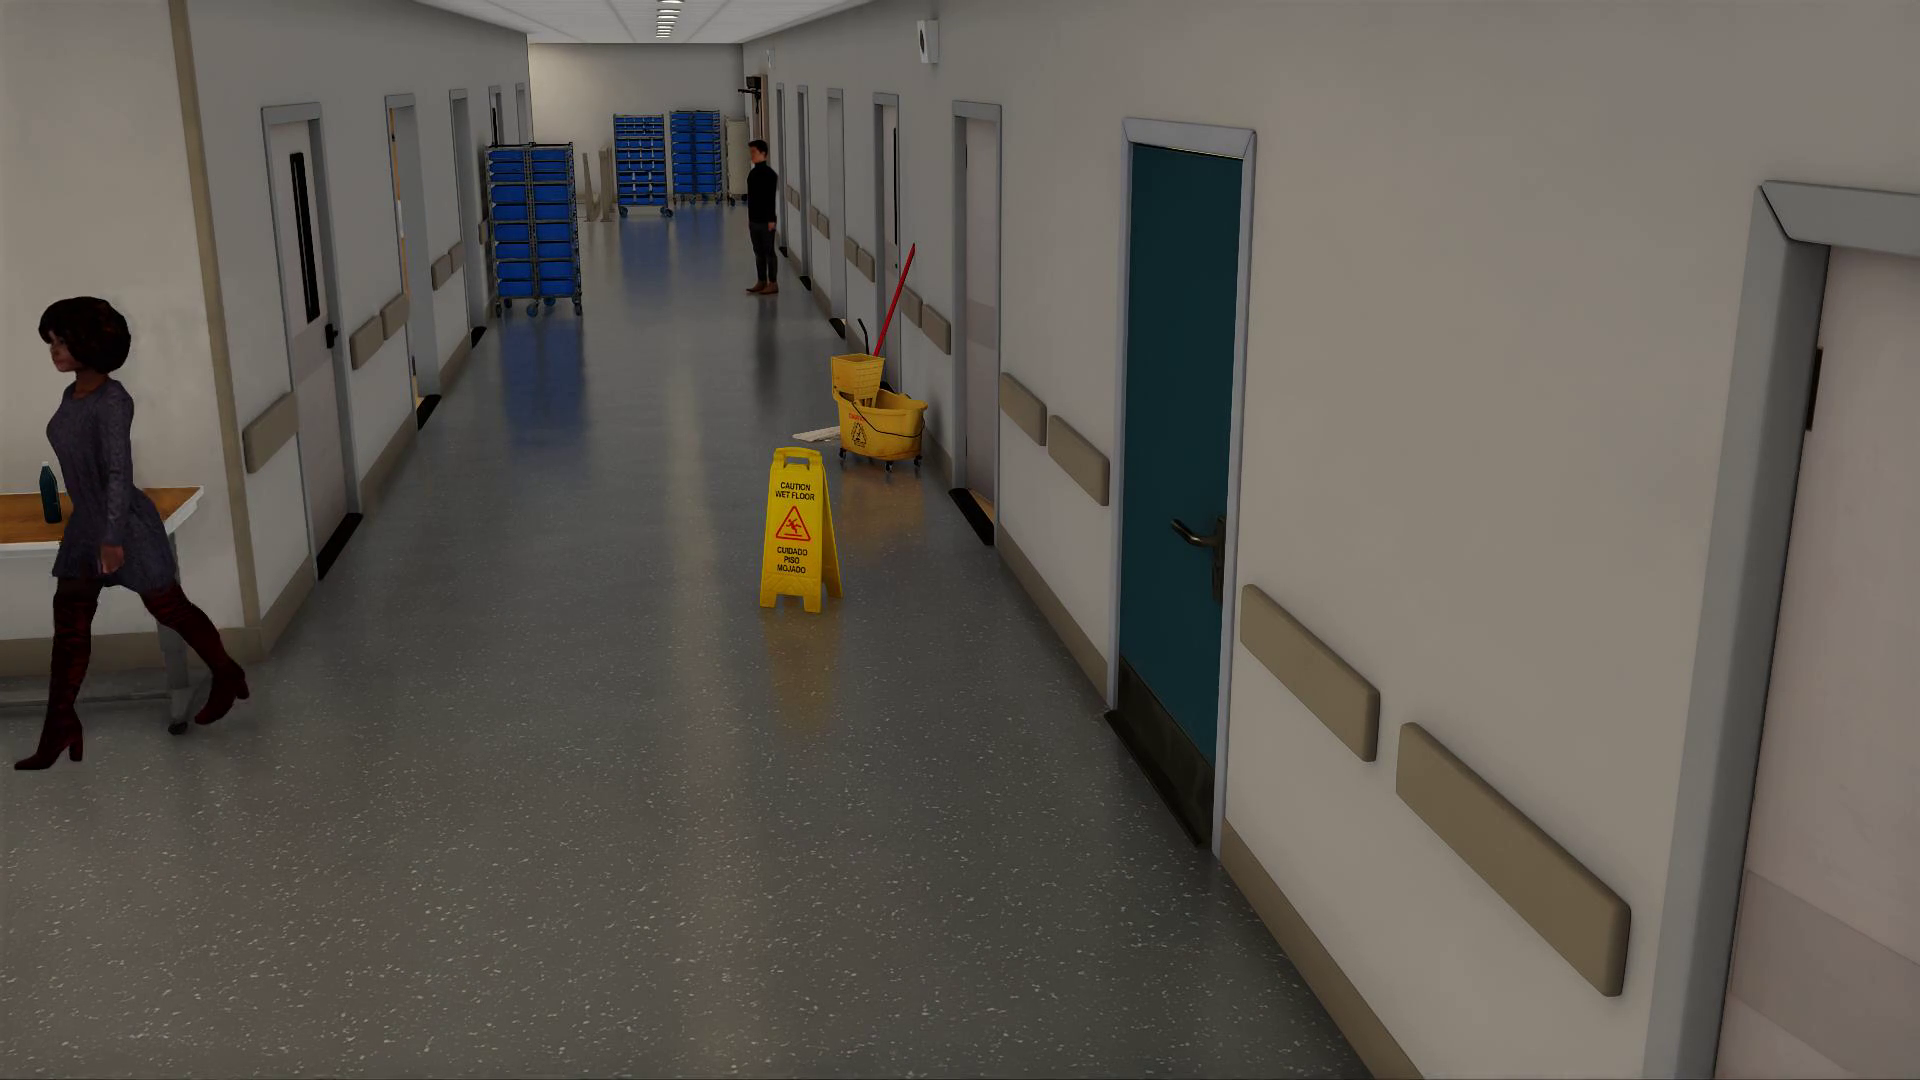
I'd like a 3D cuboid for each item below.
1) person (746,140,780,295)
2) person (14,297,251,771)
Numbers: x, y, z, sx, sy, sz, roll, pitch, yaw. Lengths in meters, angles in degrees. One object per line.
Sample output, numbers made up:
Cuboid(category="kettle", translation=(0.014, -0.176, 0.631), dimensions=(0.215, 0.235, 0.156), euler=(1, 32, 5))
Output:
Cuboid(category="person", translation=(-2.256, -3.698, 19.029), dimensions=(0.782, 1.722, 0.654), euler=(-12, 20, -37))
Cuboid(category="person", translation=(-3.003, -0.021, 6.088), dimensions=(1.090, 1.668, 1.122), euler=(12, 20, 36))
